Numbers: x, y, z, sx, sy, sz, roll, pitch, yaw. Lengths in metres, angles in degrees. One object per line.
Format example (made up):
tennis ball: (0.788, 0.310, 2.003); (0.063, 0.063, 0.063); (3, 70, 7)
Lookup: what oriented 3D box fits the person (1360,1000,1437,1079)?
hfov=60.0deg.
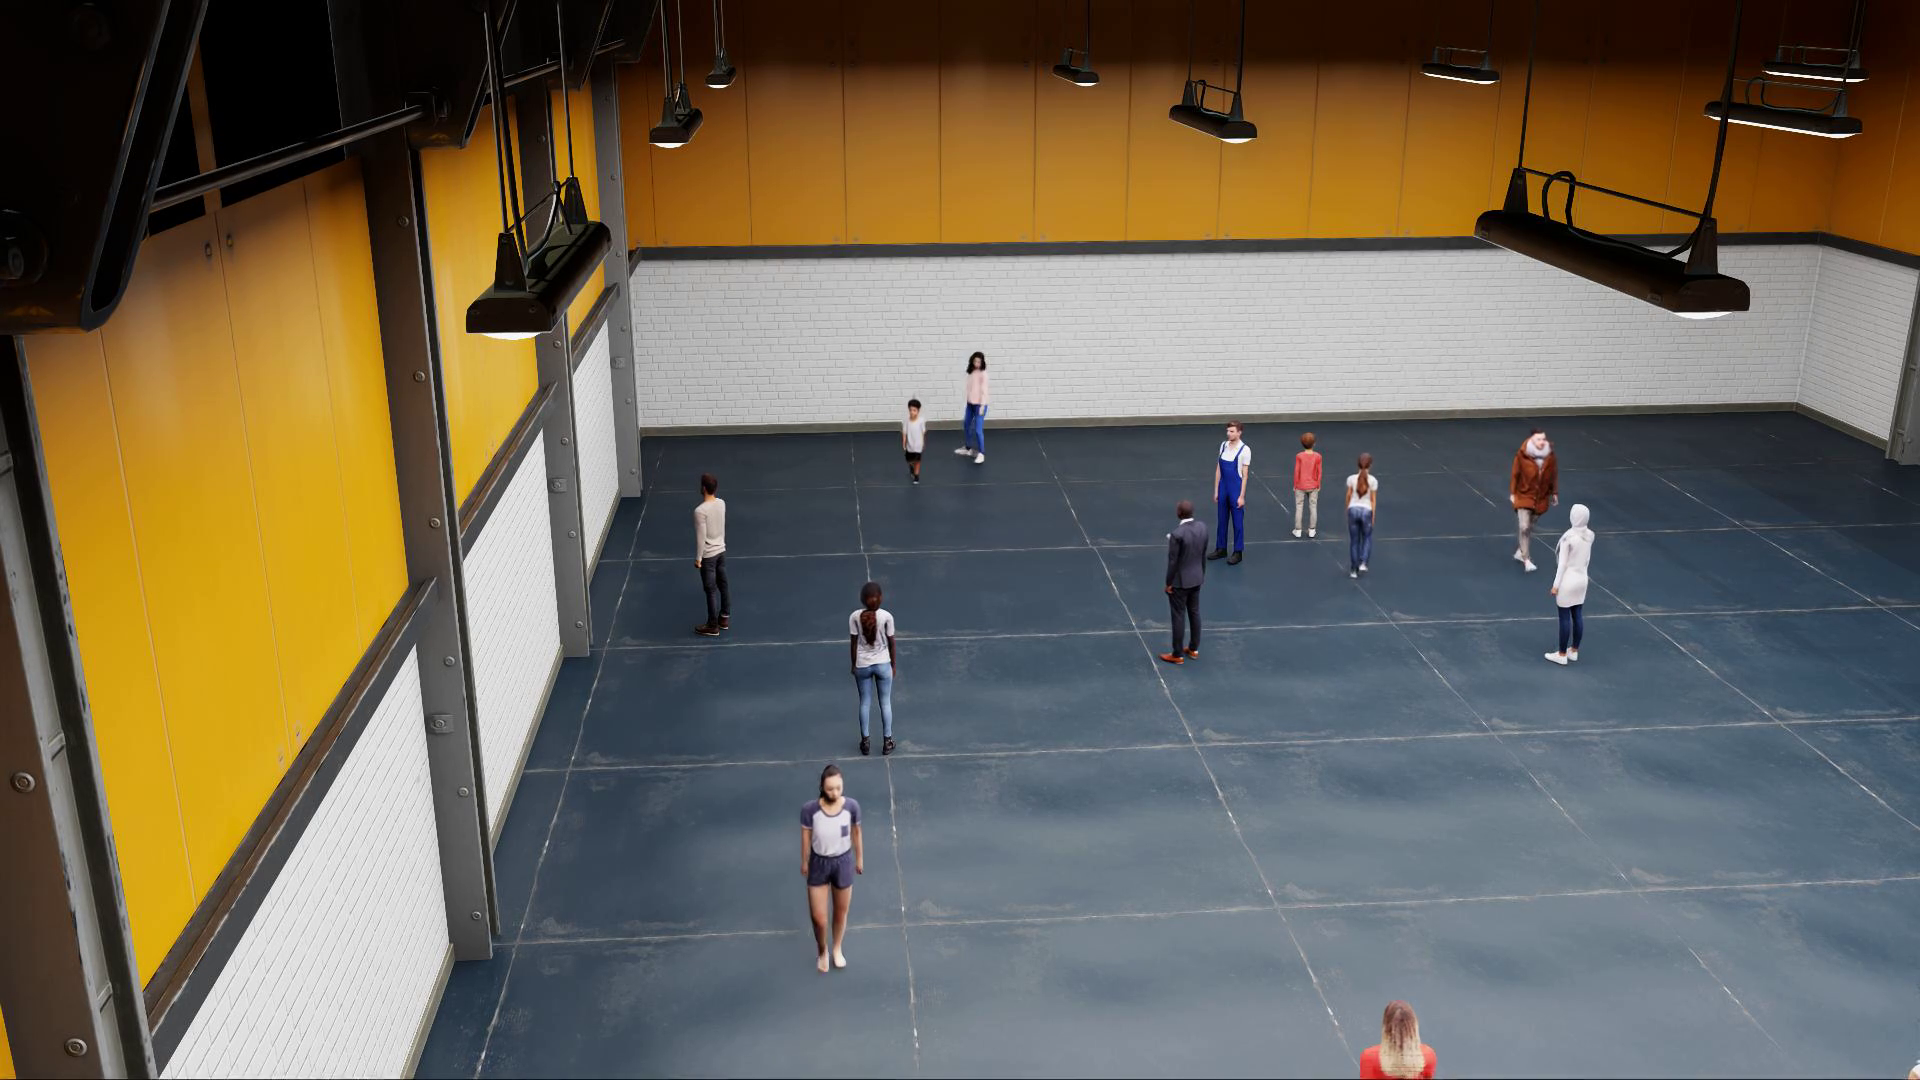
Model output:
person: (2.471, 3.404, 9.394); (0.716, 1.664, 1.145); (1, 19, 4)

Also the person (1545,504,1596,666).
person: (6.603, 0.473, 17.923); (0.674, 1.775, 0.646); (-9, 20, -24)

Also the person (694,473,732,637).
person: (-2.795, 0.152, 18.732); (0.808, 1.867, 0.698); (10, 21, 27)

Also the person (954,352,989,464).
person: (0.257, -2.044, 25.449); (0.972, 1.743, 0.745); (-7, 20, -20)

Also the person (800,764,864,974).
person: (-0.980, 2.411, 12.385); (0.647, 1.637, 0.622); (-5, 19, -13)

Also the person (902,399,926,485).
person: (-0.665, -1.470, 24.527); (0.565, 1.242, 0.801); (1, 19, 4)

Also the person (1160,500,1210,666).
person: (2.433, 0.439, 17.948); (0.785, 1.824, 0.775); (-12, 22, -33)

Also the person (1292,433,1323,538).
person: (4.606, -0.731, 22.059); (0.545, 1.418, 0.515); (1, 19, 4)

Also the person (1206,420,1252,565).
person: (3.450, -0.631, 21.083); (0.707, 1.851, 0.777); (17, 25, 41)

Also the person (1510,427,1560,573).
person: (7.142, -0.536, 20.885); (0.740, 1.798, 1.037); (-3, 19, -9)

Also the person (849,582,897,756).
person: (-0.823, 1.213, 15.813); (0.608, 1.719, 0.555); (1, 19, 2)

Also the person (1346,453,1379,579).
person: (4.936, -0.292, 20.554); (0.649, 1.547, 0.744); (6, 19, 16)
